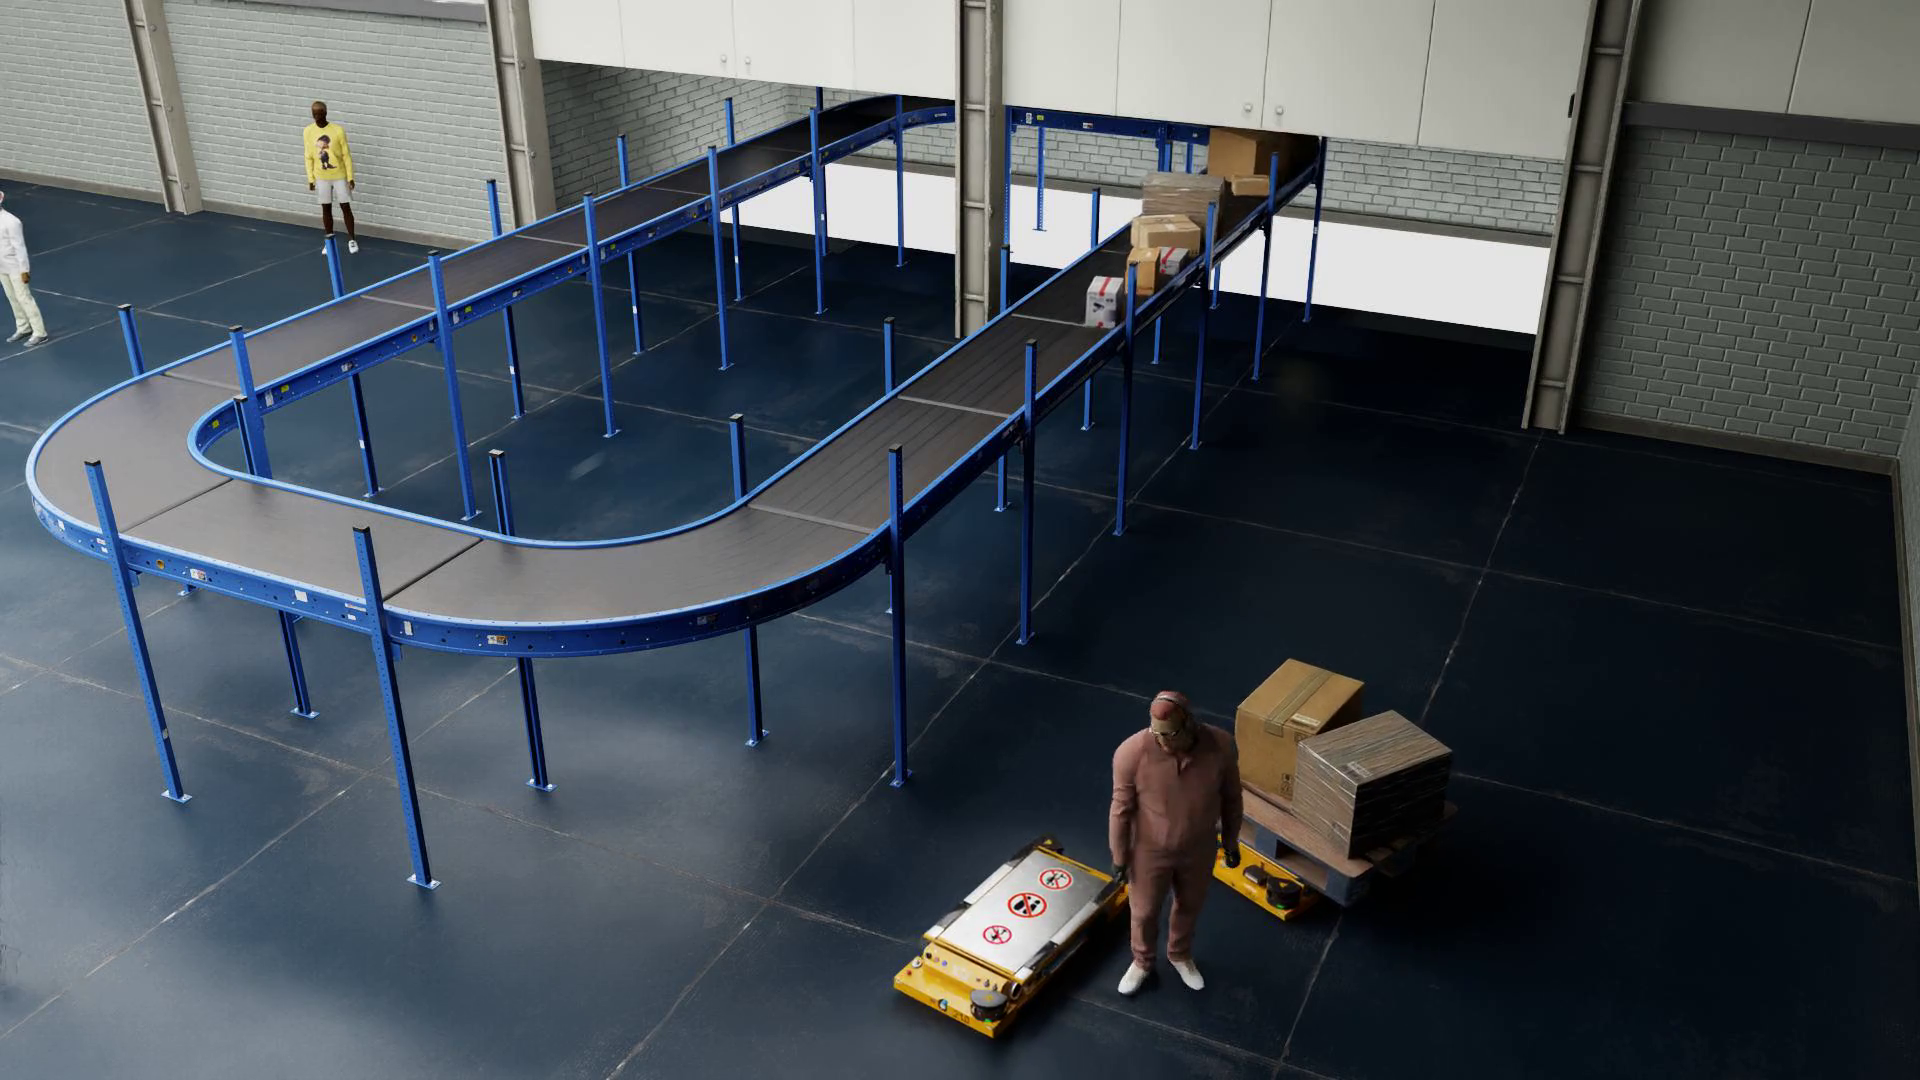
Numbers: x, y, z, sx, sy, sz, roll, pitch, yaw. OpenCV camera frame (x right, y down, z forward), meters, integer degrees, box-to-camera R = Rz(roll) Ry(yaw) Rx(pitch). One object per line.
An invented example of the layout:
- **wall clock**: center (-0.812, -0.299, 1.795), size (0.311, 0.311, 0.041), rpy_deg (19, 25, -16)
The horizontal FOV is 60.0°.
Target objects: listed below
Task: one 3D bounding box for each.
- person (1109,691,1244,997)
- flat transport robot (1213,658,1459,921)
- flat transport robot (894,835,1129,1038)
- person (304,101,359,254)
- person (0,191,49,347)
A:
- **person**: center (1.096, 1.558, 8.540), size (0.690, 1.877, 0.445), rpy_deg (-4, 27, -8)
- **flat transport robot**: center (2.151, 1.759, 9.931), size (1.431, 0.231, 0.659), rpy_deg (-20, 33, -35)
- **flat transport robot**: center (0.329, 2.144, 9.157), size (0.659, 0.231, 1.431), rpy_deg (18, 32, 32)
- **person**: center (-7.845, -4.524, 20.759), size (0.546, 1.898, 0.370), rpy_deg (-4, 27, -8)
- **person**: center (-10.137, -2.927, 17.715), size (0.570, 1.743, 0.346), rpy_deg (15, 30, 28)
